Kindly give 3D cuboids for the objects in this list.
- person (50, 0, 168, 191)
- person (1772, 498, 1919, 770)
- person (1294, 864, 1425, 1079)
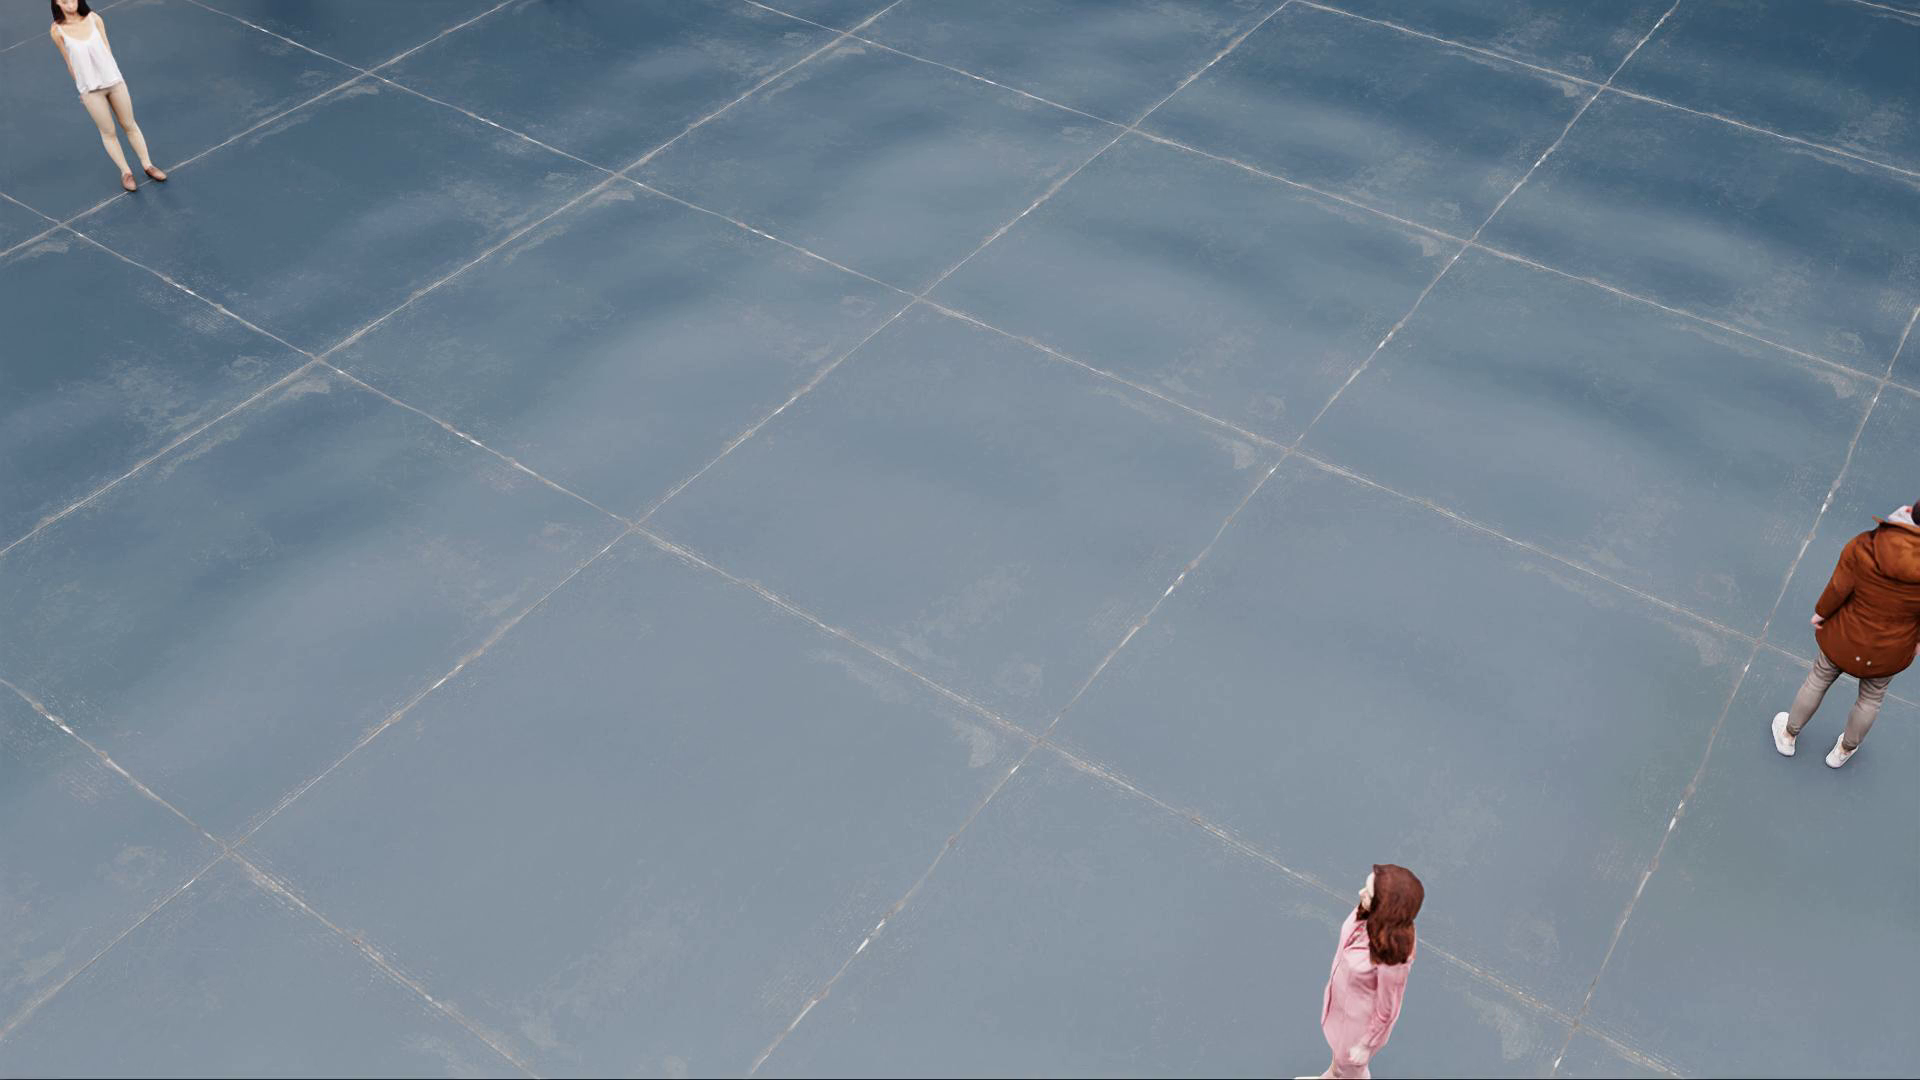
[{"bbox_3d":[-6.606,-3.506,12.762,0.585,1.652,0.650,26,49,25],"label":"person"},{"bbox_3d":[4.593,0.458,8.380,0.679,1.839,0.805,19,46,19],"label":"person"},{"bbox_3d":[1.657,1.911,6.850,0.708,1.803,0.692,0,43,0],"label":"person"}]
